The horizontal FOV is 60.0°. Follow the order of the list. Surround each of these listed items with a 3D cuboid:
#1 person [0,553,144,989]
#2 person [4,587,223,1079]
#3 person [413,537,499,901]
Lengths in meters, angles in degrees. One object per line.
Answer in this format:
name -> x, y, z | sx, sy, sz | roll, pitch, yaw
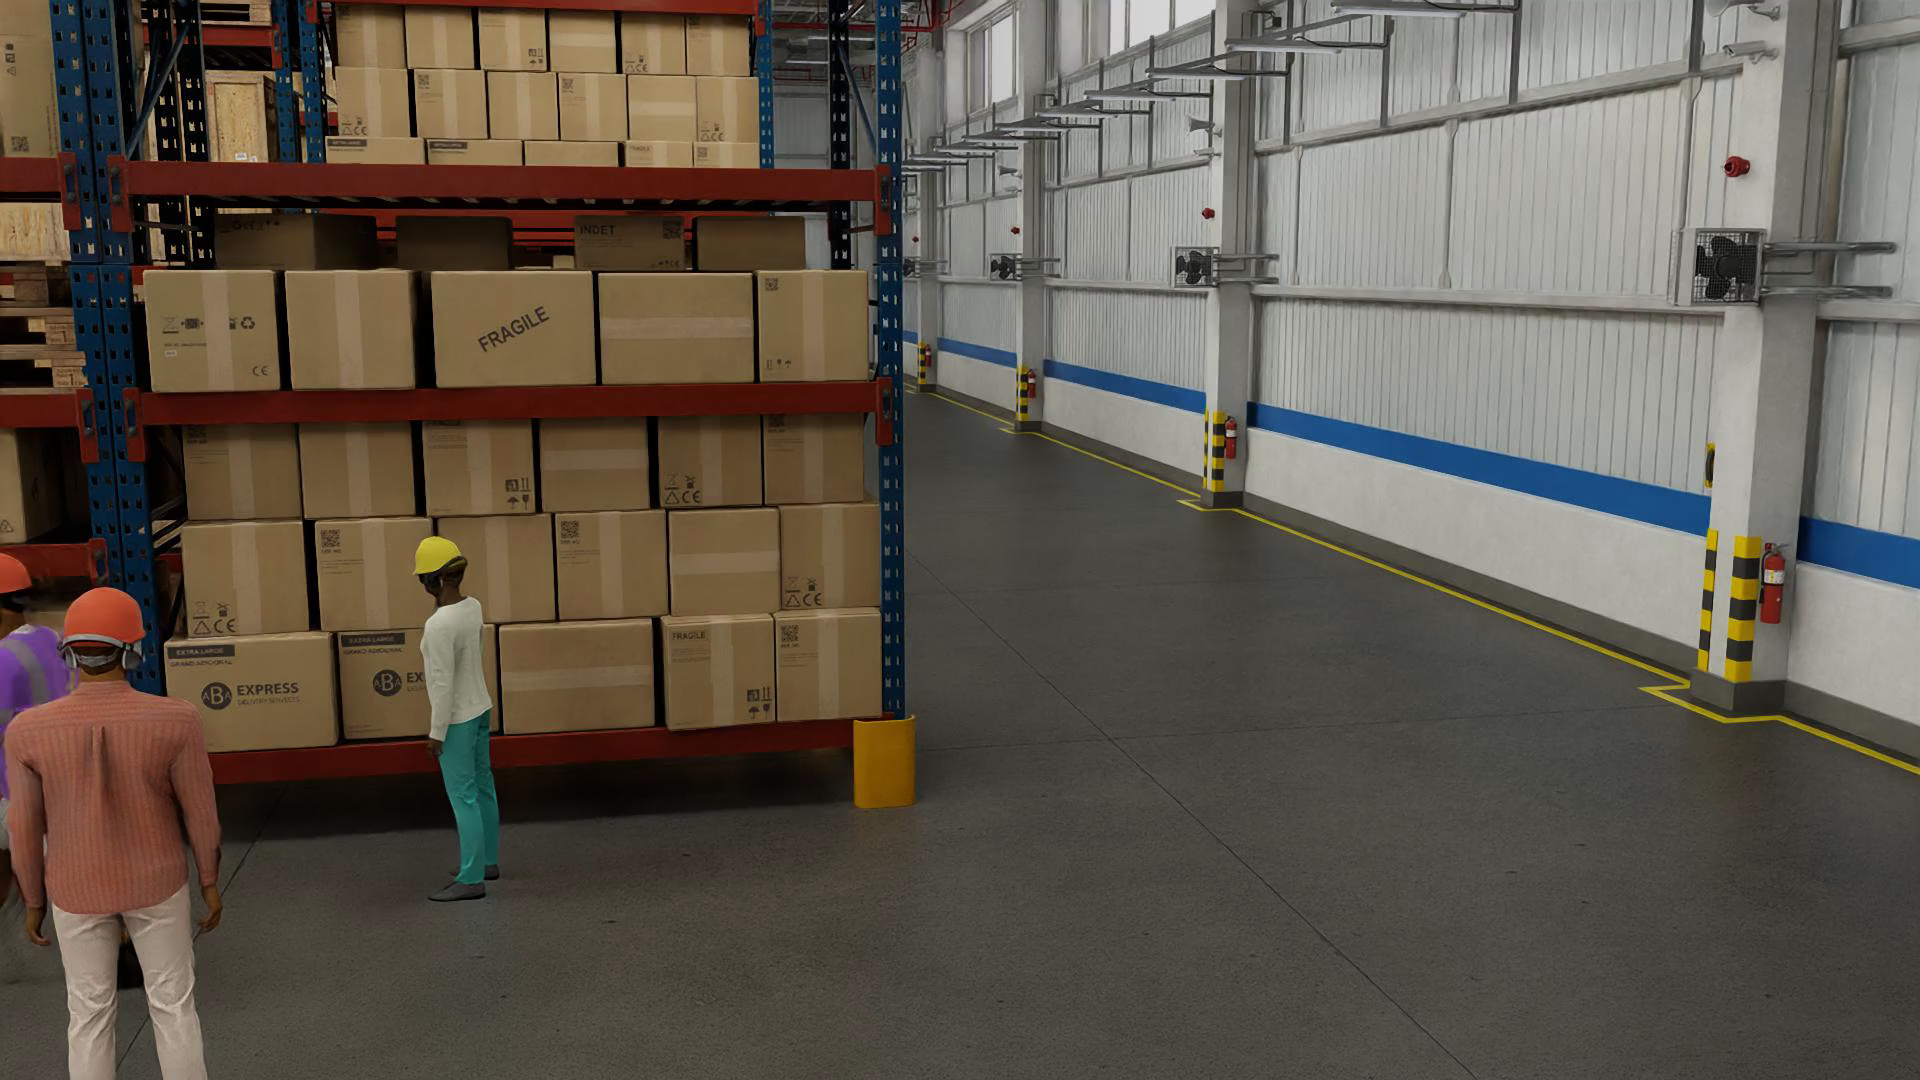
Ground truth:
person -> -3.926, 0.982, 6.857 | 1.037, 1.869, 0.560 | -2, 10, -13
person -> -2.782, 1.143, 5.528 | 0.622, 1.992, 0.396 | -3, 10, -18
person -> -2.436, 0.856, 7.995 | 0.337, 1.760, 0.526 | 1, 9, 5
